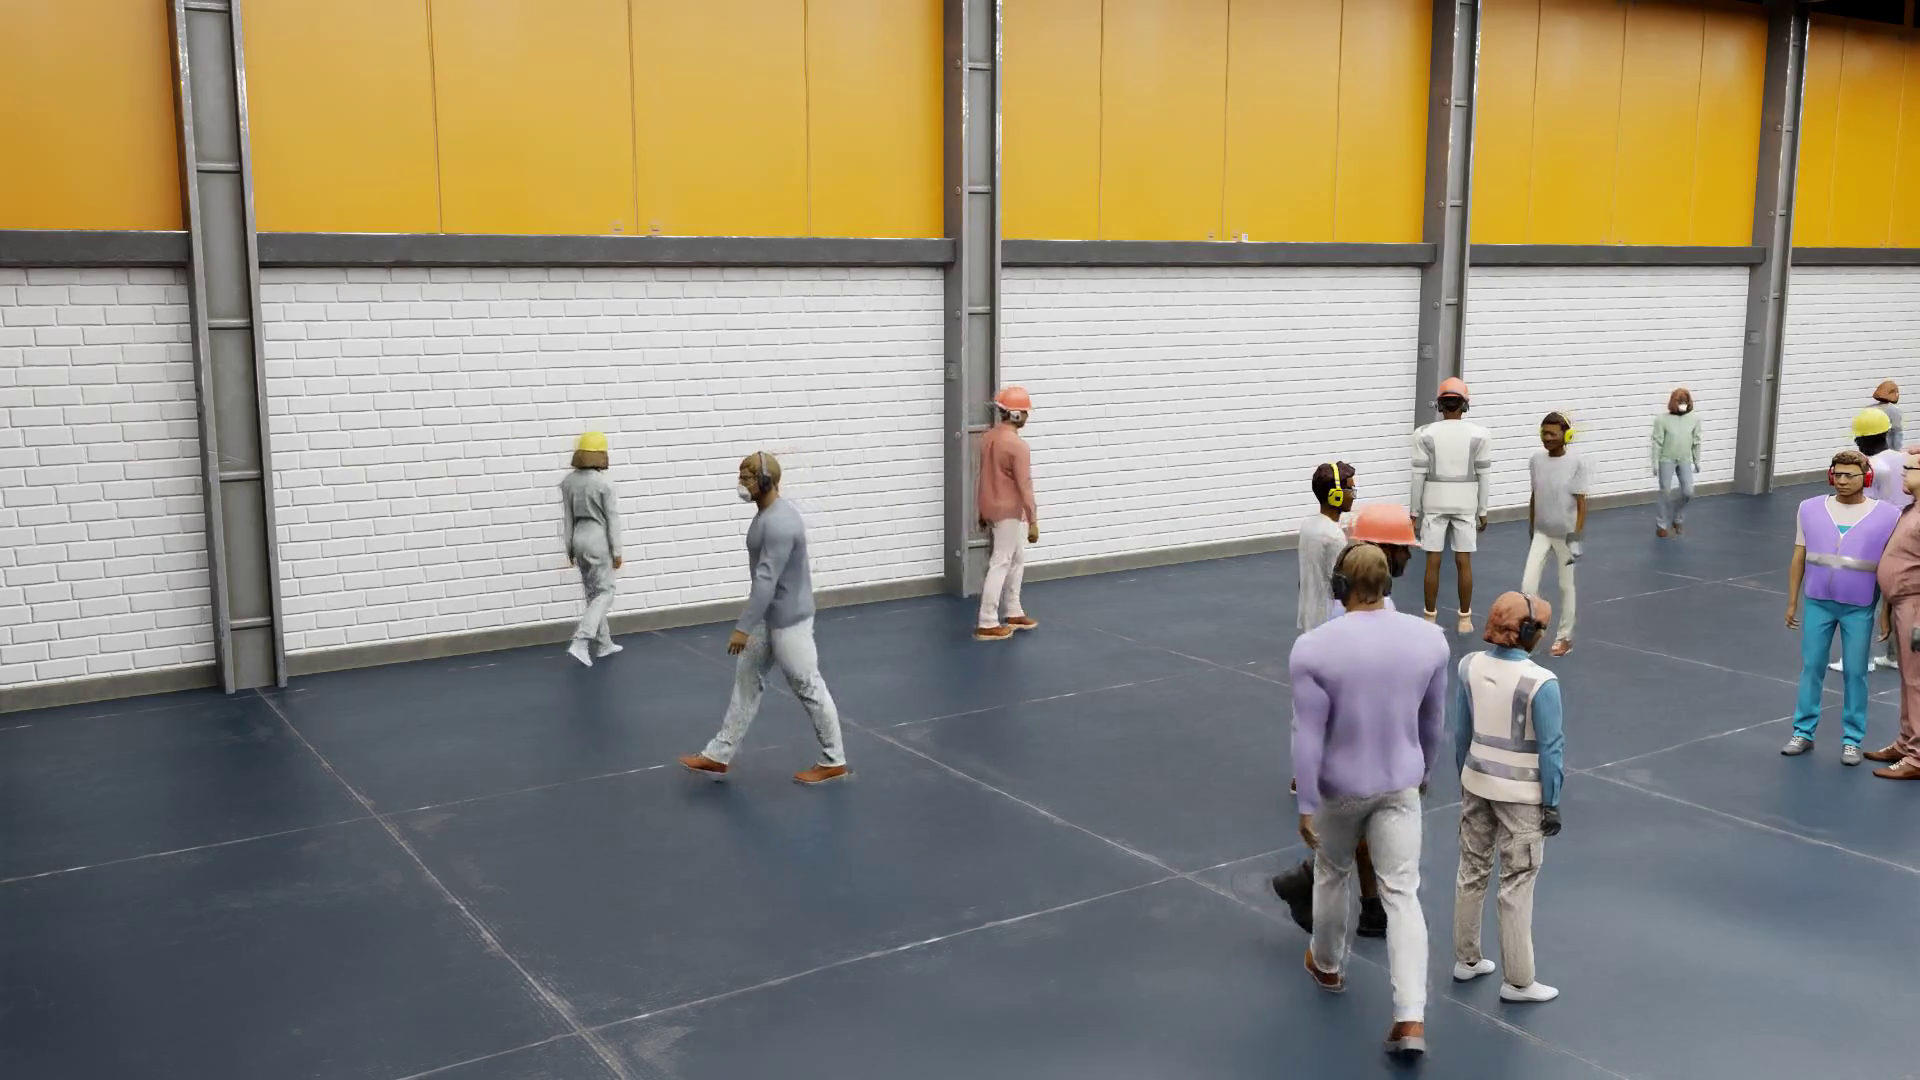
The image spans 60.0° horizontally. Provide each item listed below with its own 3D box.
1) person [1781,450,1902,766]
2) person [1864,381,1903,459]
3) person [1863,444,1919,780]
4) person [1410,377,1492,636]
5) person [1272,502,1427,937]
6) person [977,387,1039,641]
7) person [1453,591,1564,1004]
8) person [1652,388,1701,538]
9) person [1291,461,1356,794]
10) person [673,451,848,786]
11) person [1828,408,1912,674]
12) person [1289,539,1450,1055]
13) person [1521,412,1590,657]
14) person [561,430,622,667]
[{"bbox_3d":[5.170,0.386,9.765,0.570,1.845,0.380,8,12,39],"label":"person"},{"bbox_3d":[10.217,-0.952,18.464,0.269,1.632,0.505,-3,10,-20],"label":"person"},{"bbox_3d":[5.419,0.409,9.445,0.401,1.910,0.641,4,10,24],"label":"person"},{"bbox_3d":[3.839,-0.255,13.070,0.605,2.034,0.390,2,10,12],"label":"person"},{"bbox_3d":[1.705,0.791,7.088,0.606,1.924,0.571,0,9,1],"label":"person"},{"bbox_3d":[0.435,-0.206,12.945,0.769,1.966,0.647,-5,11,-27],"label":"person"},{"bbox_3d":[2.173,1.013,6.614,0.311,1.639,0.513,-5,11,-29],"label":"person"},{"bbox_3d":[7.605,-0.810,17.668,0.569,1.610,0.397,0,9,0],"label":"person"},{"bbox_3d":[1.993,0.505,8.978,0.328,1.872,0.510,-2,10,-11],"label":"person"},{"bbox_3d":[-1.101,0.458,9.210,1.018,1.886,0.647,-3,10,-18],"label":"person"},{"bbox_3d":[6.536,0.015,11.889,0.694,1.889,0.420,-6,11,-33],"label":"person"},{"bbox_3d":[1.558,0.947,6.297,0.641,1.897,1.033,0,9,-2],"label":"person"},{"bbox_3d":[4.311,-0.007,12.164,0.879,1.830,0.531,-9,13,-44],"label":"person"},{"bbox_3d":[-2.685,0.055,12.138,0.495,1.723,0.696,5,11,28],"label":"person"}]
